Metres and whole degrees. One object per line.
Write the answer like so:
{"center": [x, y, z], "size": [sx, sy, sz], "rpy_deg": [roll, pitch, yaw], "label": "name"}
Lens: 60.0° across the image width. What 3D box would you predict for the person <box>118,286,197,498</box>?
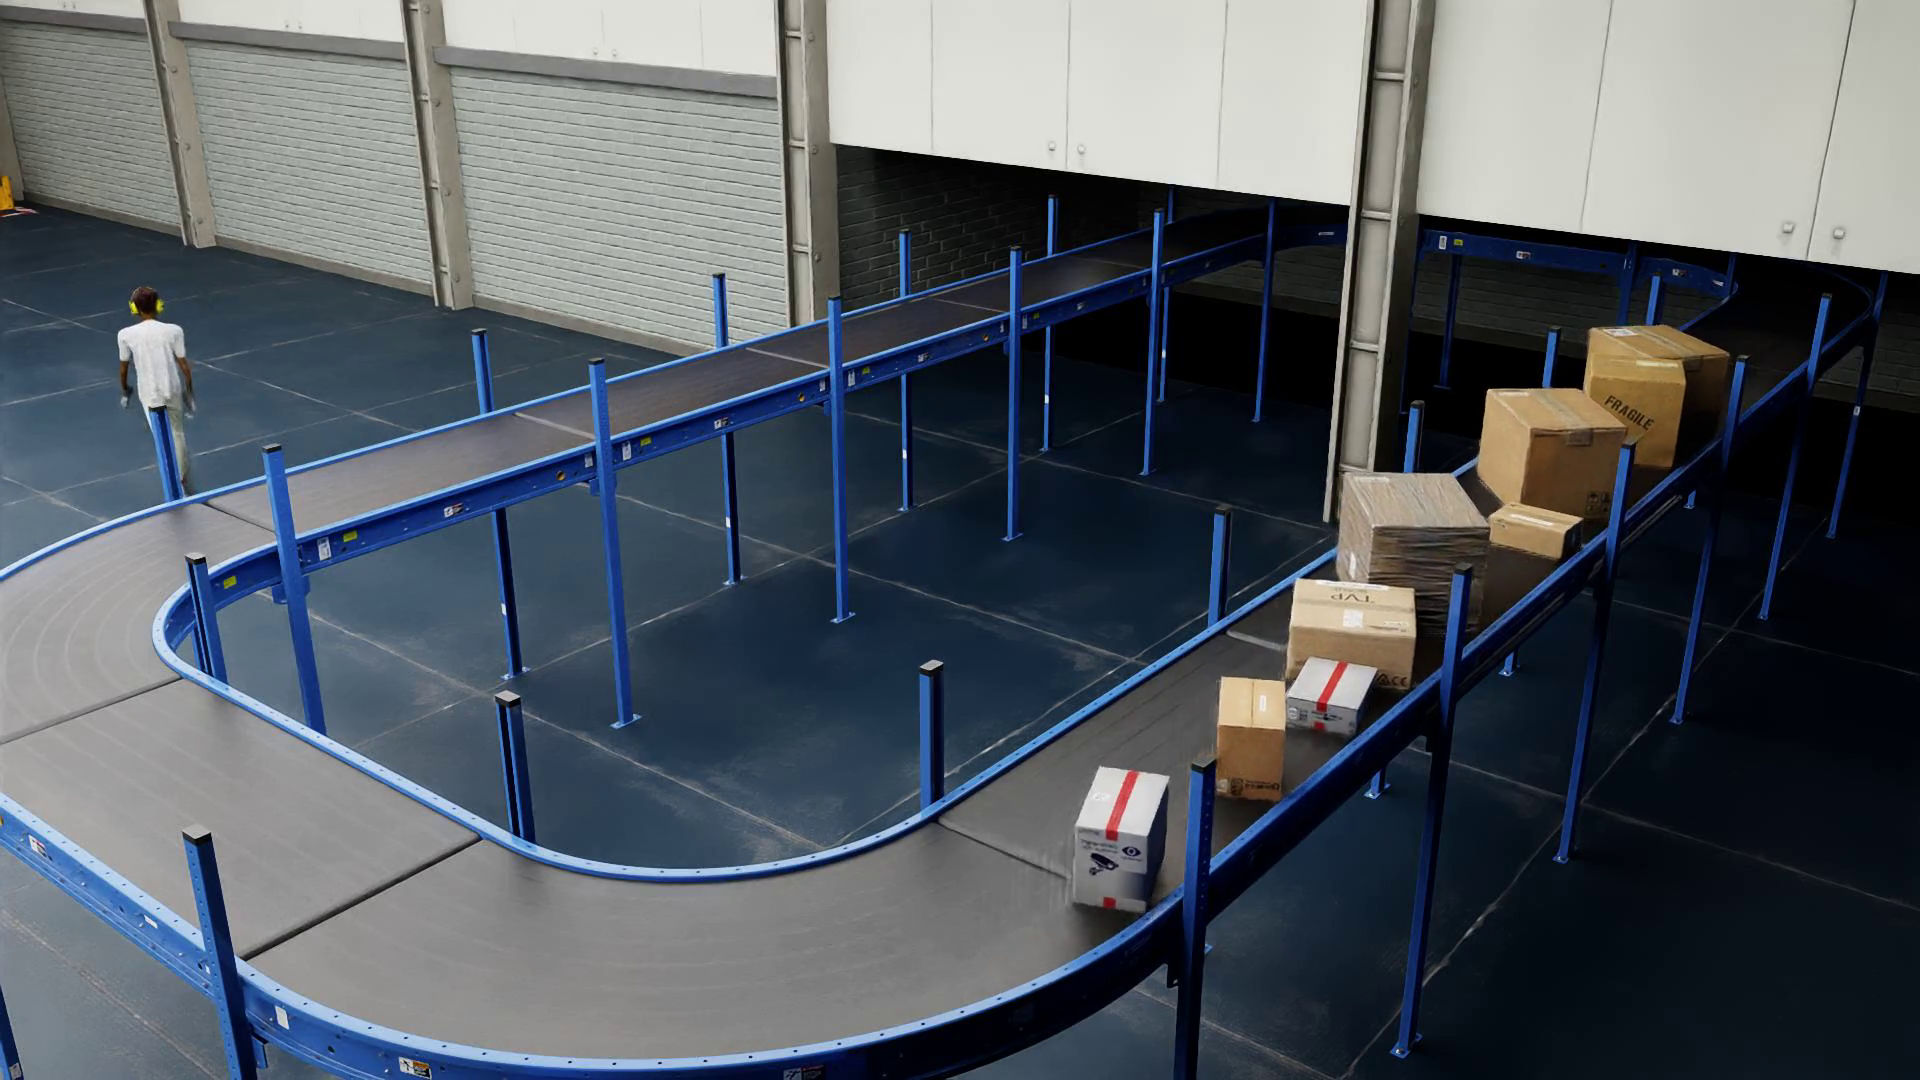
{"center": [-6.622, -1.183, 13.729], "size": [0.545, 1.803, 1.005], "rpy_deg": [-12, 24, -27], "label": "person"}
